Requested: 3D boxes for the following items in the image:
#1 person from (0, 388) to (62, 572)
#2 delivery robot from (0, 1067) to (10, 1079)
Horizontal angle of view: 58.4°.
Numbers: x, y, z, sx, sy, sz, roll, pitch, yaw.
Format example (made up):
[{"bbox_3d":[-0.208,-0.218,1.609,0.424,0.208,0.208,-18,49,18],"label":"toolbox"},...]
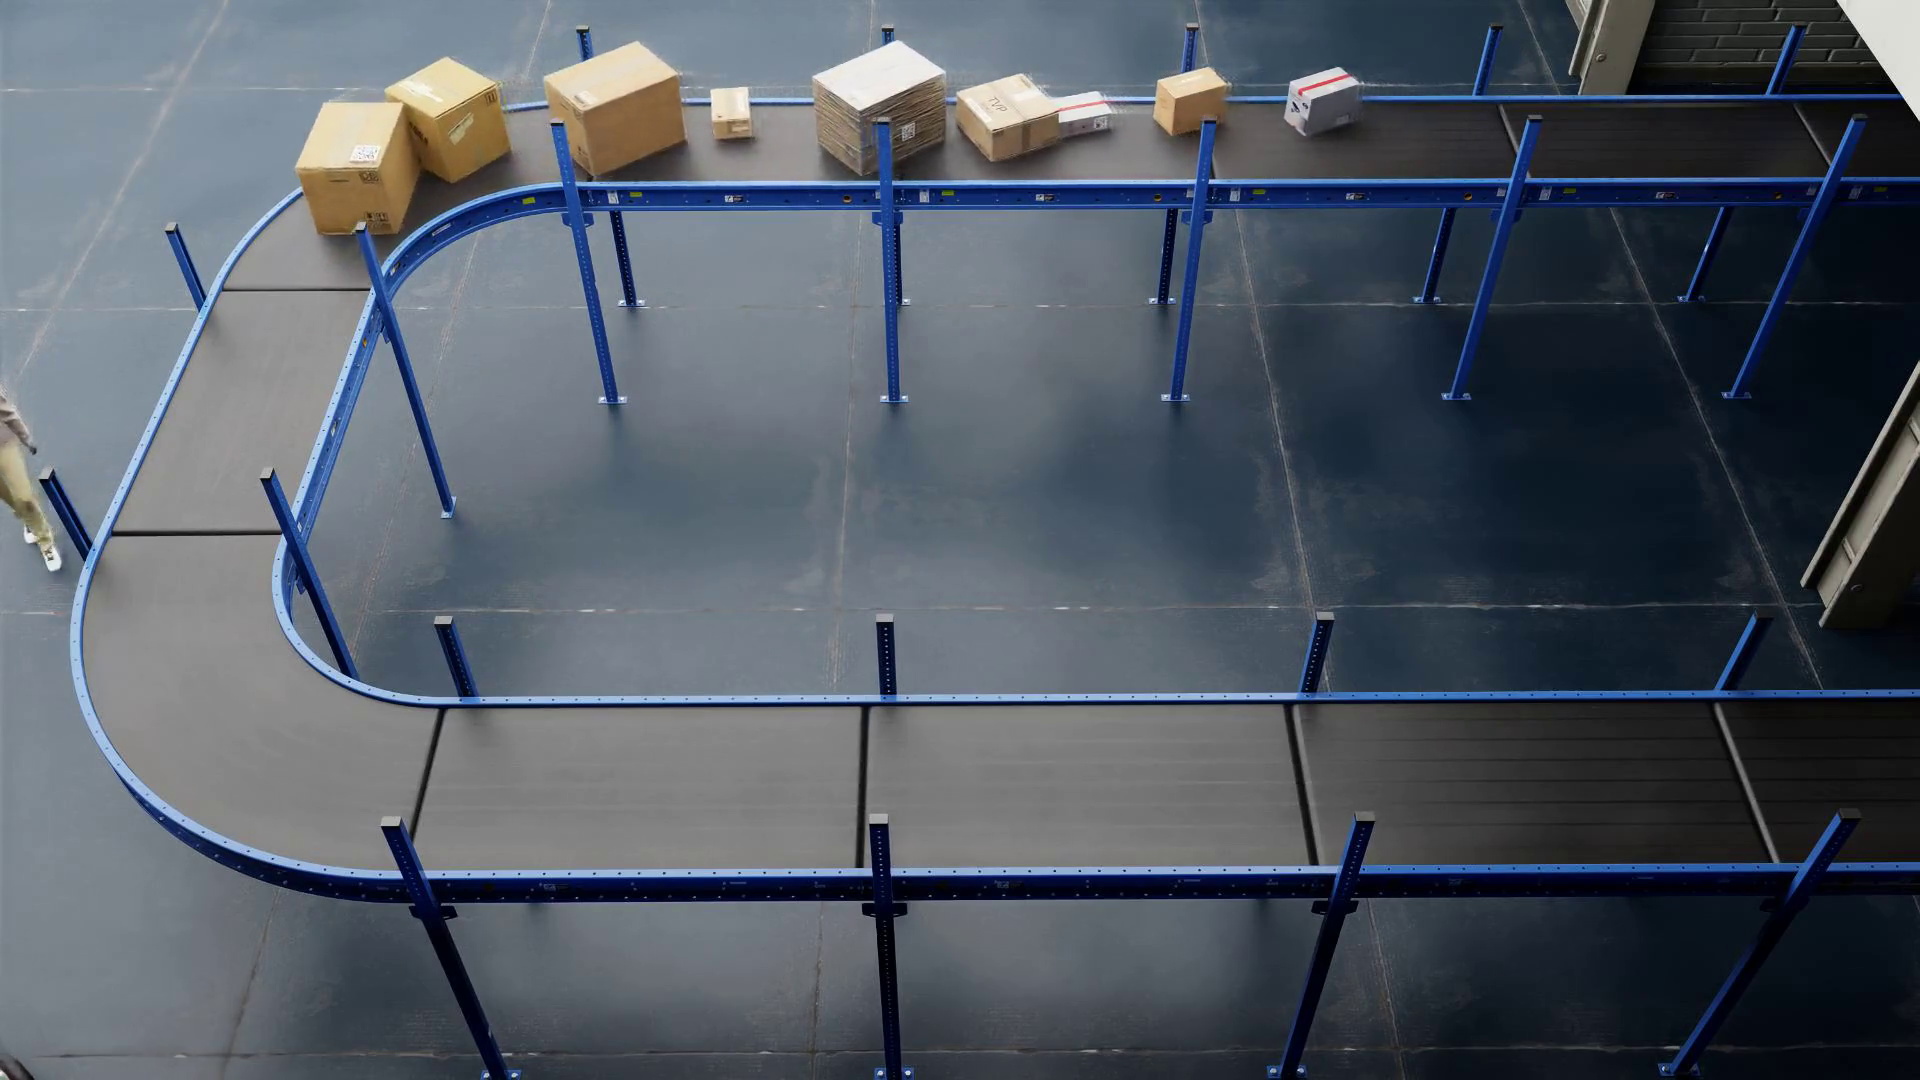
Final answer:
[{"bbox_3d":[-6.011,-0.468,10.607,0.534,1.604,0.714,-15,49,-14],"label":"person"},{"bbox_3d":[-4.980,2.582,8.440,0.707,0.478,0.477,33,55,27],"label":"delivery robot"}]
